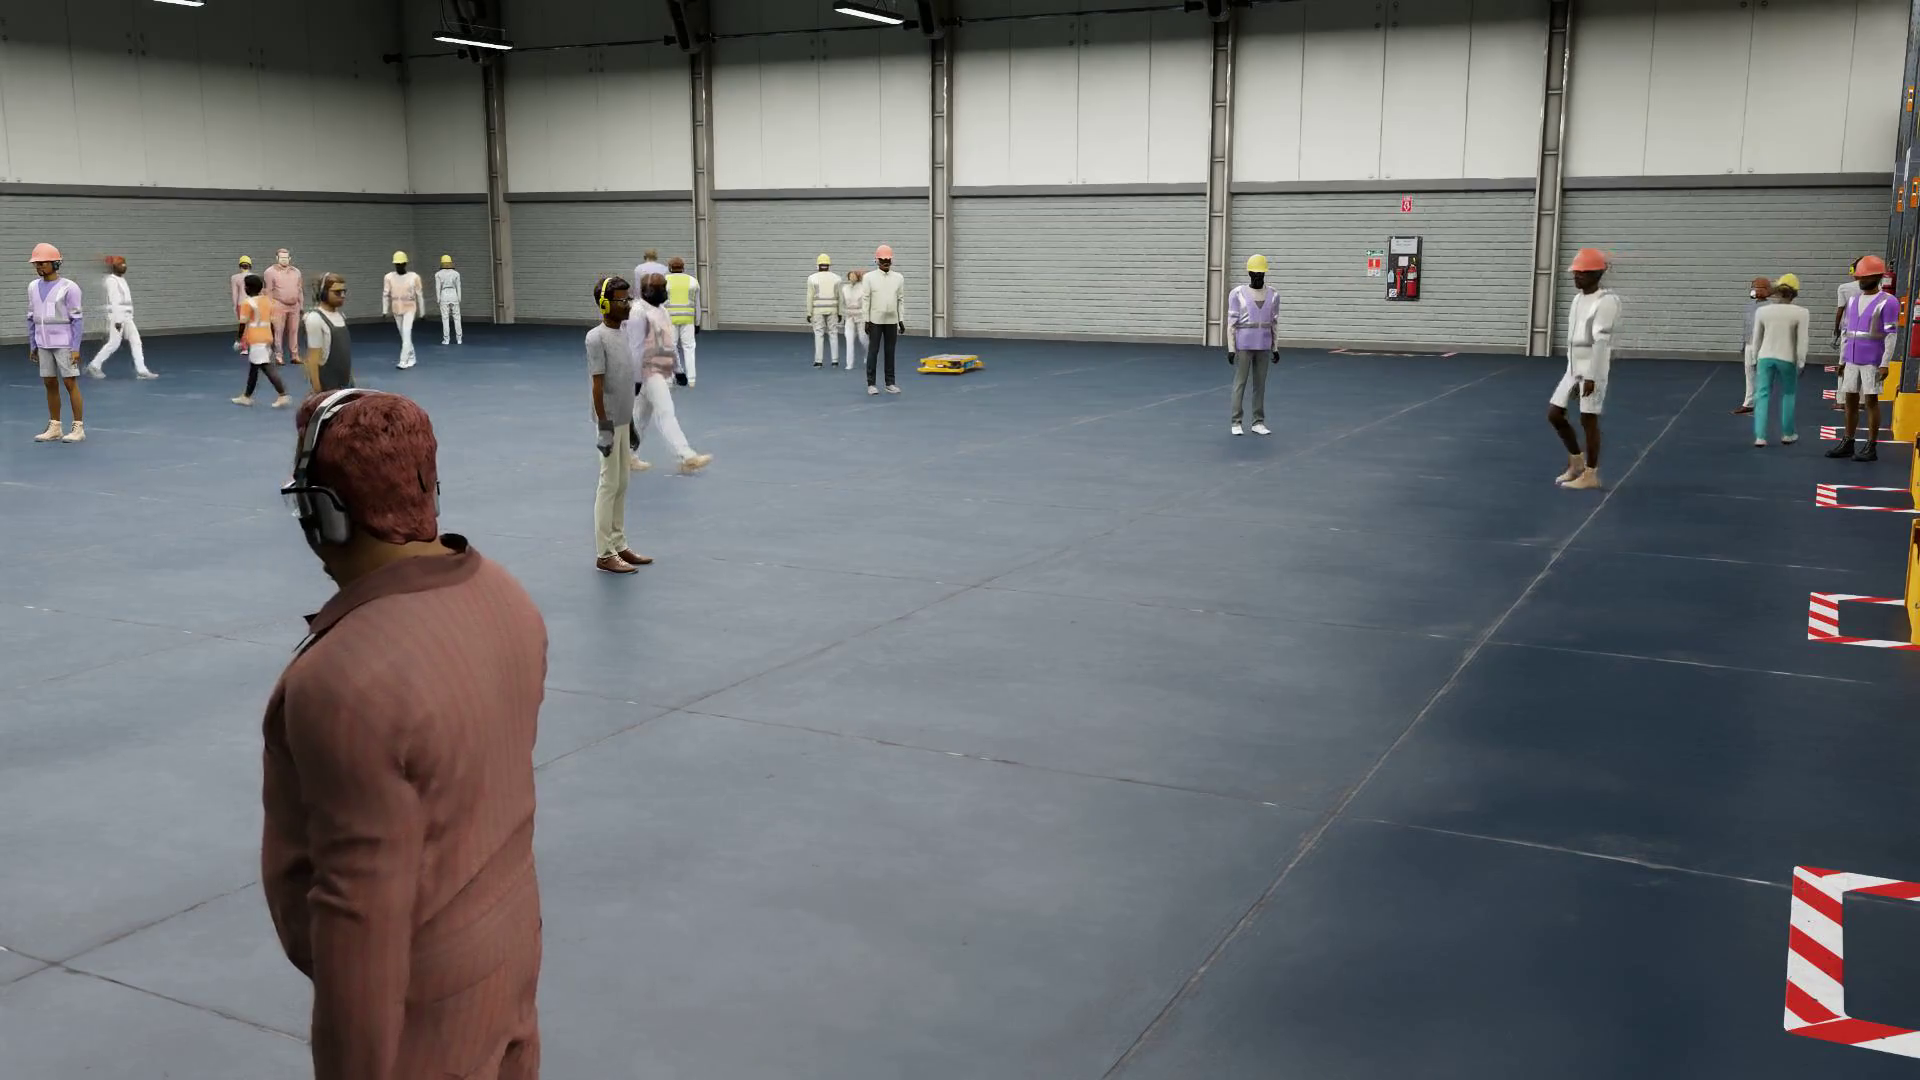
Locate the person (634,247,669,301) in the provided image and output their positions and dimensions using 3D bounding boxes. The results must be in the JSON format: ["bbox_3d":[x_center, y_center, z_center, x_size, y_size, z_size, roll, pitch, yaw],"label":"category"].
[{"bbox_3d":[-5.579,-4.350,30.210,0.632,1.919,0.708,-4,11,-22],"label":"person"}]

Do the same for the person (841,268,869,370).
[{"bbox_3d":[-1.619,-3.540,26.617,0.516,1.616,0.645,4,11,19],"label":"person"}]

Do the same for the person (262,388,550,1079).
[{"bbox_3d":[-0.871,0.714,2.618,0.401,1.905,0.642,1,10,6],"label":"person"}]

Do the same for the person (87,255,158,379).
[{"bbox_3d":[-12.488,-3.290,24.614,0.927,1.850,0.586,-1,10,-7],"label":"person"}]

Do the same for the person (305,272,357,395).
[{"bbox_3d":[-5.089,-1.258,13.578,0.393,1.833,0.504,1,10,5],"label":"person"}]

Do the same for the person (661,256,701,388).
[{"bbox_3d":[-3.937,-3.034,23.249,0.630,1.835,0.429,-3,11,-17],"label":"person"}]

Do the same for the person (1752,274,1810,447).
[{"bbox_3d":[8.319,-1.815,16.880,0.541,1.727,0.822,8,13,37],"label":"person"}]

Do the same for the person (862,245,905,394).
[{"bbox_3d":[-1.021,-2.965,22.421,0.613,1.995,0.391,-5,12,-25],"label":"person"}]

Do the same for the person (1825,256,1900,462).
[{"bbox_3d":[8.539,-1.708,15.735,0.368,1.933,0.553,-4,11,-20],"label":"person"}]

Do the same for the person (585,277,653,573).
[{"bbox_3d":[-2.178,-0.731,10.585,0.328,1.872,0.513,2,11,9],"label":"person"}]

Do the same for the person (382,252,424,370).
[{"bbox_3d":[-8.927,-3.692,26.734,0.588,1.876,1.033,1,10,5],"label":"person"}]

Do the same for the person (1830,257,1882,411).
[{"bbox_3d":[10.876,-2.496,20.212,0.531,1.870,0.317,2,11,11],"label":"person"}]

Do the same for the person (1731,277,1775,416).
[{"bbox_3d":[9.443,-2.288,19.718,0.274,1.632,0.507,-2,11,-9],"label":"person"}]

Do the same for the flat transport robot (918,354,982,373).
[{"bbox_3d":[-0.149,-2.775,26.095,0.652,0.197,1.431,3,11,15],"label":"flat transport robot"}]

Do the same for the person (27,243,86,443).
[{"bbox_3d":[-9.333,-2.021,17.145,0.608,2.044,0.370,2,11,12],"label":"person"}]

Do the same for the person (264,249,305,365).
[{"bbox_3d":[-11.105,-3.837,27.432,0.399,1.905,0.642,8,13,37],"label":"person"}]

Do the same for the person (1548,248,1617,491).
[{"bbox_3d":[5.184,-1.402,13.833,0.456,2.025,0.612,-2,11,-12],"label":"person"}]

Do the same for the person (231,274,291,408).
[{"bbox_3d":[-8.681,-2.448,20.558,0.889,1.648,0.536,1,10,7],"label":"person"}]

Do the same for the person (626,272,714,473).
[{"bbox_3d":[-2.689,-1.500,14.976,0.957,1.789,0.639,2,11,9],"label":"person"}]

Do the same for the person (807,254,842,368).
[{"bbox_3d":[-2.182,-3.679,26.765,0.601,1.830,0.404,-4,11,-19],"label":"person"}]

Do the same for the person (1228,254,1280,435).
[{"bbox_3d":[3.148,-2.078,17.776,0.593,1.924,0.384,-3,11,-15],"label":"person"}]

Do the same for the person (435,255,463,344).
[{"bbox_3d":[-10.059,-4.723,32.708,0.487,1.740,0.313,-5,12,-27],"label":"person"}]

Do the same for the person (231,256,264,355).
[{"bbox_3d":[-12.713,-4.184,29.699,0.533,1.768,0.311,-6,12,-30],"label":"person"}]
